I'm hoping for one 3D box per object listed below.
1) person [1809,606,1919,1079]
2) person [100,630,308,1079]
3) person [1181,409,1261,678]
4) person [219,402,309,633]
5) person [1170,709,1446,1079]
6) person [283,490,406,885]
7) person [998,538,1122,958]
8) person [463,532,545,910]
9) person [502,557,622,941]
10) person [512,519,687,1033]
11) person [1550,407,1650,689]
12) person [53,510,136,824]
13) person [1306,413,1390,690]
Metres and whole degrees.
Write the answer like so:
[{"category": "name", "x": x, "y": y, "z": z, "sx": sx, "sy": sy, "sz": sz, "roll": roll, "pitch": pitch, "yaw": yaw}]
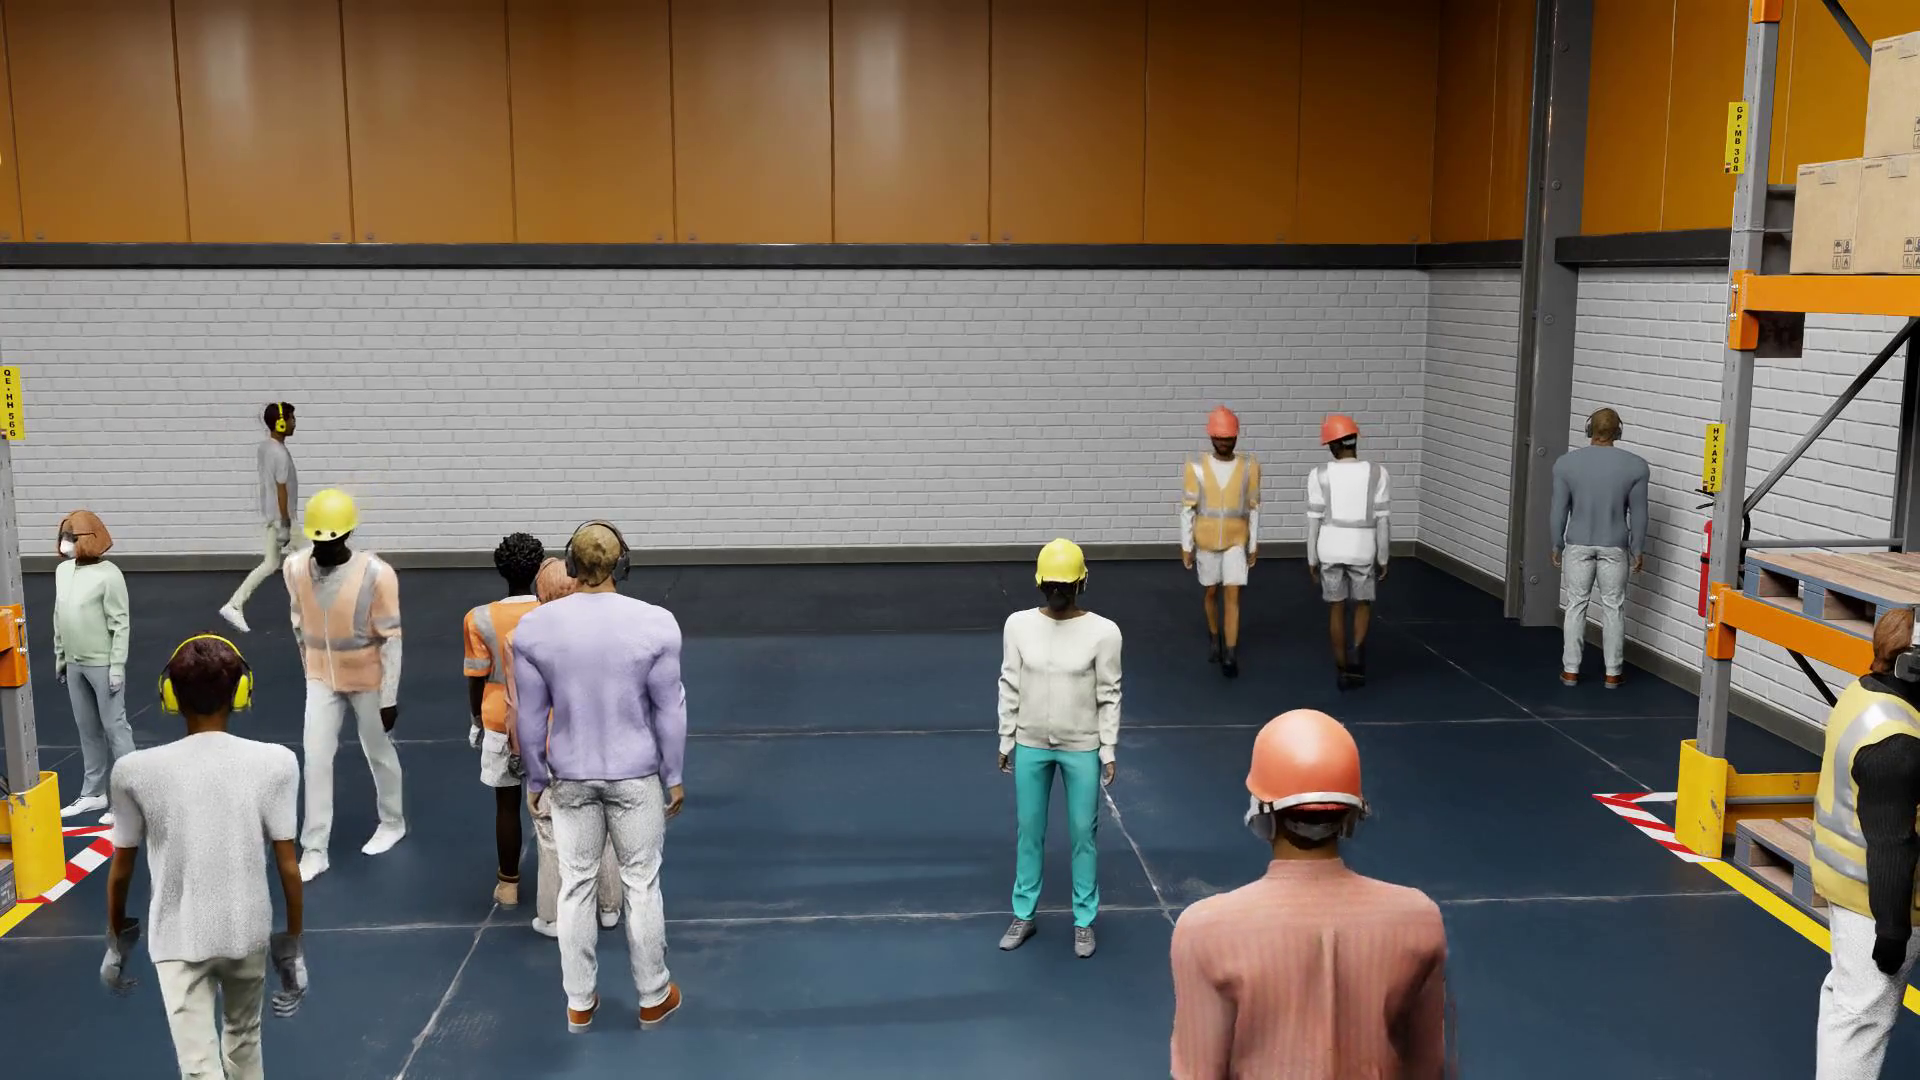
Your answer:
[{"category": "person", "x": 2.887, "y": 1.105, "z": 5.189, "sx": 0.431, "sy": 1.836, "sz": 0.619, "roll": 4, "pitch": 10, "yaw": 22}, {"category": "person", "x": -2.180, "y": 1.169, "z": 4.822, "sx": 0.539, "sy": 1.824, "sz": 0.974, "roll": -5, "pitch": 11, "yaw": -31}, {"category": "person", "x": 1.854, "y": 0.019, "z": 11.816, "sx": 0.557, "sy": 1.877, "sz": 1.038, "roll": 1, "pitch": 9, "yaw": 9}, {"category": "person", "x": -5.443, "y": -0.180, "z": 13.215, "sx": 0.874, "sy": 1.844, "sz": 0.514, "roll": -9, "pitch": 13, "yaw": -44}, {"category": "person", "x": 0.738, "y": 1.319, "z": 3.525, "sx": 0.642, "sy": 1.934, "sz": 1.041, "roll": -1, "pitch": 9, "yaw": -7}, {"category": "person", "x": -2.913, "y": 0.667, "z": 7.851, "sx": 0.620, "sy": 1.850, "sz": 0.925, "roll": 1, "pitch": 9, "yaw": 8}, {"category": "person", "x": 0.406, "y": 0.861, "z": 6.921, "sx": 0.524, "sy": 1.767, "sz": 0.322, "roll": 3, "pitch": 9, "yaw": 16}, {"category": "person", "x": -1.938, "y": 0.810, "z": 7.449, "sx": 0.533, "sy": 1.697, "sz": 0.319, "roll": -3, "pitch": 10, "yaw": -19}, {"category": "person", "x": -1.682, "y": 0.892, "z": 7.108, "sx": 0.515, "sy": 1.641, "sz": 0.315, "roll": -4, "pitch": 10, "yaw": -24}, {"category": "person", "x": -1.331, "y": 0.885, "z": 6.219, "sx": 0.629, "sy": 1.940, "sz": 0.379, "roll": 0, "pitch": 9, "yaw": 0}, {"category": "person", "x": 4.378, "y": 0.054, "z": 11.440, "sx": 0.630, "sy": 1.938, "sz": 0.369, "roll": 4, "pitch": 10, "yaw": 22}, {"category": "person", "x": -4.509, "y": 0.651, "z": 8.636, "sx": 0.500, "sy": 1.636, "sz": 0.284, "roll": 4, "pitch": 10, "yaw": 25}, {"category": "person", "x": 2.630, "y": 0.097, "z": 11.290, "sx": 0.578, "sy": 1.899, "sz": 0.468, "roll": 2, "pitch": 9, "yaw": 12}]
